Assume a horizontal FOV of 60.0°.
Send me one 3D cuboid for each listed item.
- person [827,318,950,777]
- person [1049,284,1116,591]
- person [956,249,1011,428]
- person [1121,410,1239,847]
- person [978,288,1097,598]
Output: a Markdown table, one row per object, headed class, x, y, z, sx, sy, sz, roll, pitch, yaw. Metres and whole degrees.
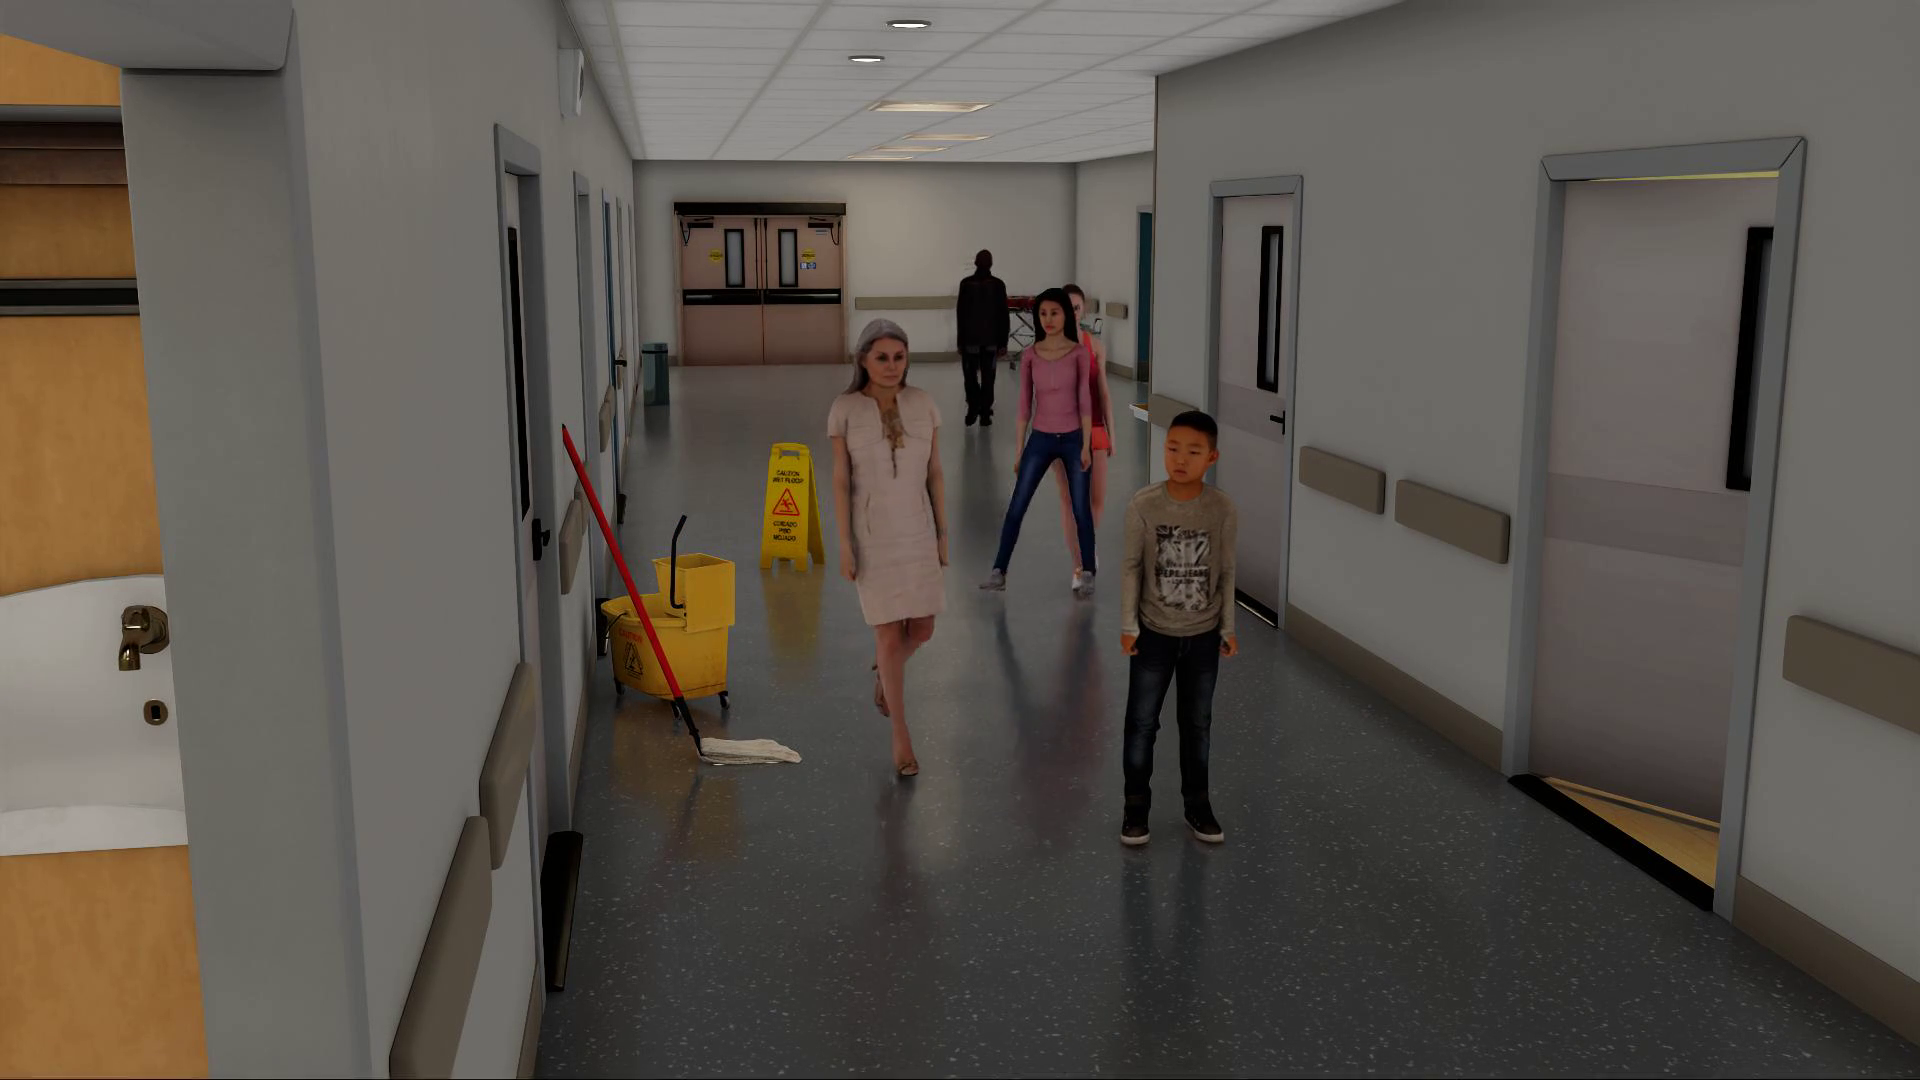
| class | x | y | z | sx | sy | sz | roll | pitch | yaw |
| --- | --- | --- | --- | --- | --- | --- | --- | --- | --- |
| person | -0.293 | 0.026 | 6.328 | 0.677 | 1.719 | 0.820 | -4 | 11 | -19 |
| person | 0.662 | -0.592 | 9.550 | 0.679 | 1.732 | 0.768 | 0 | 11 | 0 |
| person | 0.209 | -2.044 | 16.999 | 0.808 | 1.806 | 0.871 | 1 | 11 | 4 |
| person | 0.734 | 0.288 | 5.630 | 0.569 | 1.464 | 0.533 | -1 | 11 | -4 |
| person | 0.521 | -0.522 | 9.218 | 0.894 | 1.718 | 0.887 | 3 | 11 | 15 |
